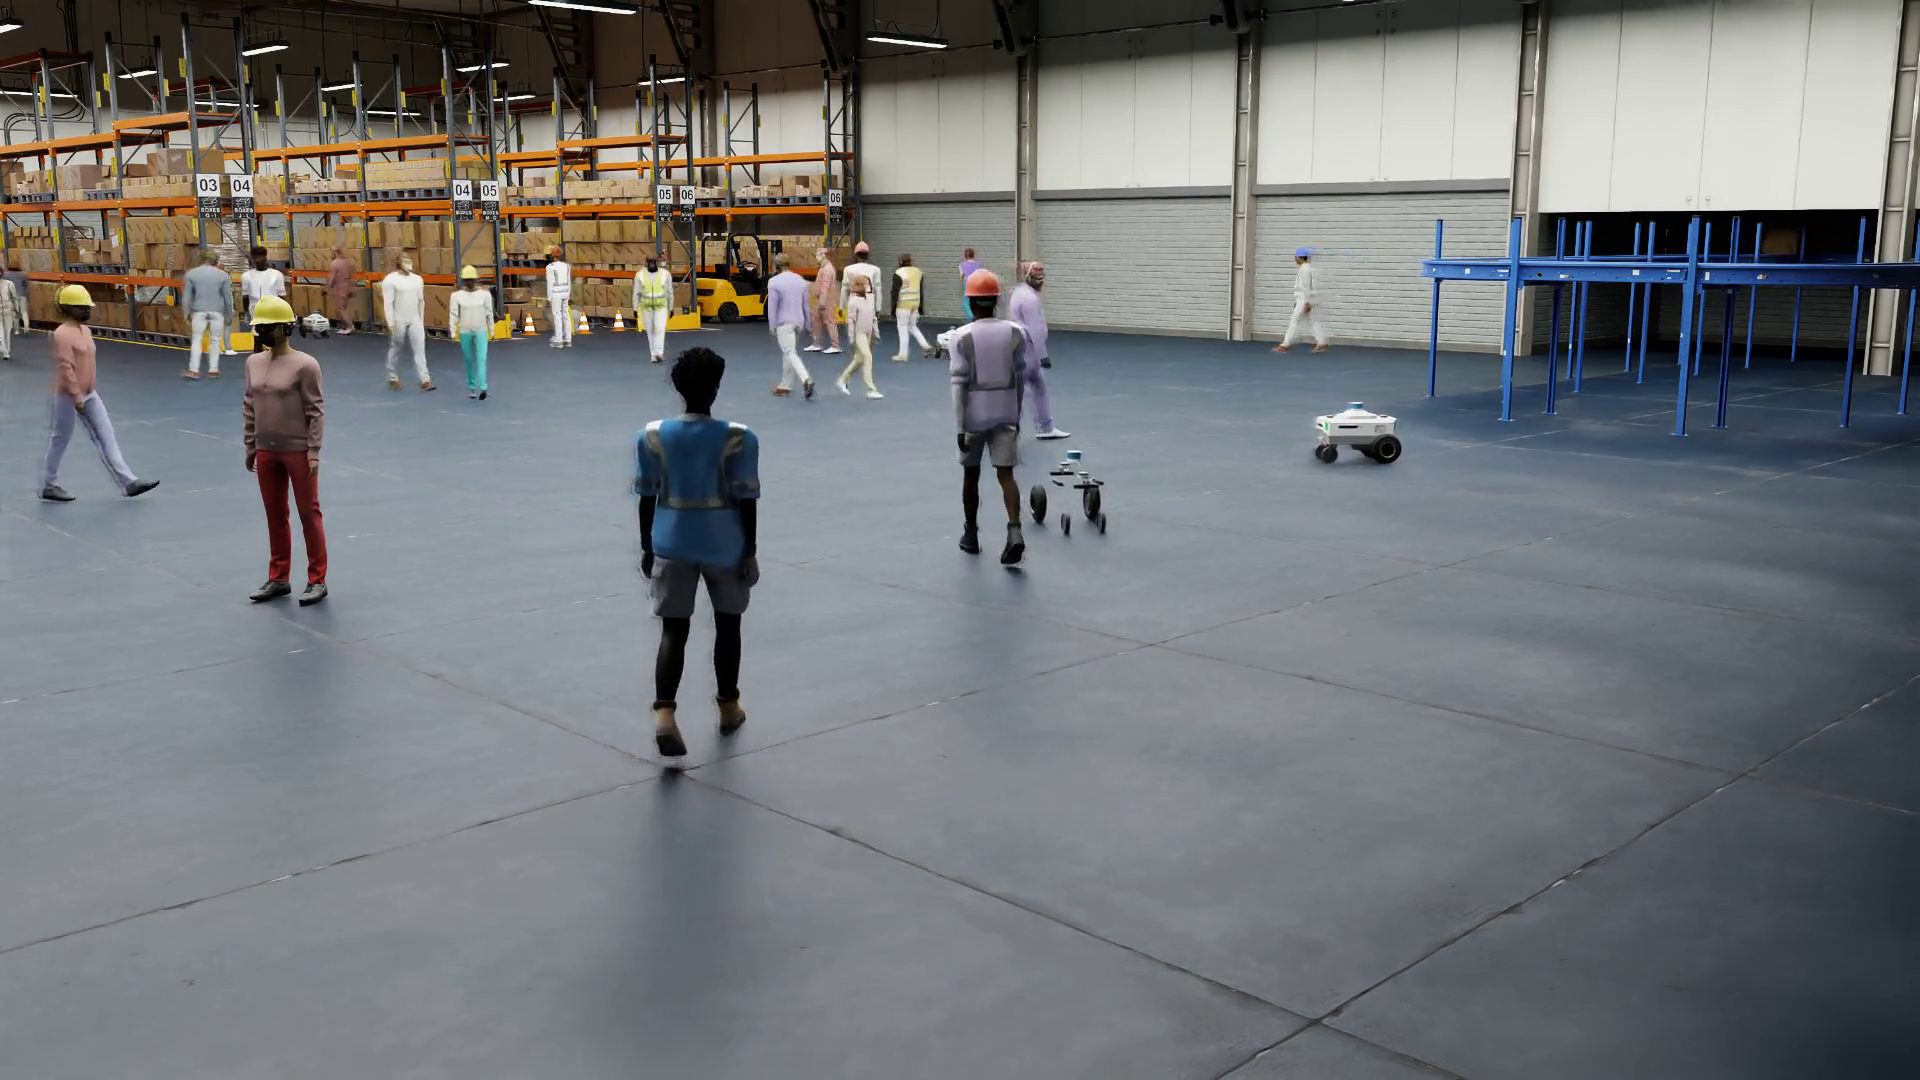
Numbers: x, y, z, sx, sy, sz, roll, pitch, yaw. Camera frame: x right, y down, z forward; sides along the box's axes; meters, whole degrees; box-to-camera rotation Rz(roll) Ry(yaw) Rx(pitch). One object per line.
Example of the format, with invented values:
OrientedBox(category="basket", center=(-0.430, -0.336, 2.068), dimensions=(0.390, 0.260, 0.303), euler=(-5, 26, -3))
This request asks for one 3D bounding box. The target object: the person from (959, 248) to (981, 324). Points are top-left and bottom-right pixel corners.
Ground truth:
OrientedBox(category="person", center=(0.244, -5.685, 37.609), dimensions=(0.568, 1.829, 0.599), euler=(-5, 12, -27))

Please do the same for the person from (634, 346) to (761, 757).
OrientedBox(category="person", center=(-1.081, 0.038, 6.831), dimensions=(0.535, 1.665, 0.814), euler=(1, 10, 4))

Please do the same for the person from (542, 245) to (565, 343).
OrientedBox(category="person", center=(-7.965, -4.821, 32.684), dimensions=(0.451, 1.907, 0.602), euler=(3, 11, 18))

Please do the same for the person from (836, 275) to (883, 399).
OrientedBox(category="person", center=(-1.332, -2.680, 21.834), dimensions=(0.777, 1.605, 0.499), euler=(6, 12, 30))

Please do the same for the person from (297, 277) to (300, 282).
OrientedBox(category="person", center=(-19.732, -7.876, 49.255), dimensions=(0.365, 1.935, 0.552), euler=(-2, 11, -13))

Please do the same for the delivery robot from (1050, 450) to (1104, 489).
OrientedBox(category="delivery robot", center=(0.833, -0.539, 12.173), dimensions=(0.335, 0.223, 0.698), euler=(-2, 11, -11))

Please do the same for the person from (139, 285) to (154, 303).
OrientedBox(category="person", center=(-22.523, -7.142, 45.435), dimensions=(1.020, 1.865, 0.605), euler=(-5, 12, -26))

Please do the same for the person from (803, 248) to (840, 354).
OrientedBox(category="person", center=(-2.520, -4.286, 29.833), dimensions=(0.794, 1.879, 0.686), euler=(-1, 10, -7))

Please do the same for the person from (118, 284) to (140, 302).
OrientedBox(category="person", center=(-20.374, -6.292, 40.770), dimensions=(0.358, 1.881, 0.574), euler=(5, 11, 24))

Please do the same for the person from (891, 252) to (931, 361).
OrientedBox(category="person", center=(-0.862, -3.944, 28.139), dimensions=(0.538, 1.825, 0.628), euler=(8, 13, 37))

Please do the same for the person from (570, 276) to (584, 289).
OrientedBox(category="person", center=(-10.516, -7.087, 45.516), dimensions=(0.483, 1.737, 0.320), euler=(4, 11, 18))

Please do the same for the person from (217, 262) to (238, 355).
OrientedBox(category="person", center=(-13.134, -4.107, 29.535), dimensions=(0.498, 1.632, 0.282), euler=(2, 11, 12))

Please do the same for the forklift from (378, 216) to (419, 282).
OrientedBox(category="forklift", center=(-17.868, -9.201, 54.028), dimensions=(1.873, 2.768, 1.129), euler=(-10, 14, -44))

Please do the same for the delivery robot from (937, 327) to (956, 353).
OrientedBox(category="delivery robot", center=(-0.121, -3.438, 28.692), dimensions=(0.477, 0.478, 0.707), euler=(-4, 11, -22))

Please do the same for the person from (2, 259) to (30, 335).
OrientedBox(category="person", center=(-20.021, -5.158, 35.339), dimensions=(0.506, 1.610, 0.686), euler=(-8, 13, -39))

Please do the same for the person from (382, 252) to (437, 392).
OrientedBox(category="person", center=(-7.569, -2.982, 22.725), dimensions=(1.006, 1.888, 0.646), euler=(9, 14, 40))

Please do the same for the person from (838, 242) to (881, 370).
OrientedBox(category="person", center=(-1.595, -3.734, 26.514), dimensions=(0.636, 1.985, 1.040), euler=(-4, 11, -21))

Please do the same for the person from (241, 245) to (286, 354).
OrientedBox(category="person", center=(-10.240, -3.346, 24.478), dimensions=(0.612, 1.962, 0.366), euler=(-2, 11, -11))

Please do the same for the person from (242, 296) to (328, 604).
OrientedBox(category="person", center=(-3.908, -0.519, 9.609), dimensions=(0.525, 1.769, 0.308), euler=(3, 11, 16))

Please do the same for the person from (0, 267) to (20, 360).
OrientedBox(category="person", center=(-16.424, -3.900, 28.501), dimensions=(0.520, 1.599, 0.858), euler=(-9, 14, -40))

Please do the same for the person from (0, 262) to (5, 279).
OrientedBox(category="person", center=(-21.383, -5.504, 36.628), dimensions=(0.603, 1.825, 0.666), euler=(10, 15, 44))

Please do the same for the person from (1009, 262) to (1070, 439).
OrientedBox(category="person", center=(0.634, -1.932, 17.107), dimensions=(0.965, 1.850, 0.640), euler=(0, 10, -3))

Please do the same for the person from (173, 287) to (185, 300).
OrientedBox(category="person", center=(-22.165, -7.445, 47.232), dimensions=(0.978, 1.826, 0.539), euler=(-2, 11, -12))

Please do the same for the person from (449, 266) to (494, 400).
OrientedBox(category="person", center=(-6.295, -2.669, 21.458), dimensions=(0.548, 1.710, 0.926), euler=(-3, 11, -16))

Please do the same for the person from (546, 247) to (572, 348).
OrientedBox(category="person", center=(-7.593, -4.583, 31.449), dimensions=(0.362, 1.882, 0.576), euler=(7, 12, 33))

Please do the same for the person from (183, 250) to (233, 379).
OrientedBox(category="person", center=(-11.159, -3.347, 24.682), dimensions=(0.707, 1.897, 0.478), euler=(-3, 11, -18))

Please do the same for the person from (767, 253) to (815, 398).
OrientedBox(category="person", center=(-2.173, -2.794, 21.698), dimensions=(0.932, 1.897, 0.667), euler=(9, 14, 41))

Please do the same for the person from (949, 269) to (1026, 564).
OrientedBox(category="person", center=(0.197, -0.807, 10.835), dimensions=(0.540, 1.908, 0.956), euler=(-3, 11, -15))

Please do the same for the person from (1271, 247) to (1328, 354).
OrientedBox(category="person", center=(6.171, -4.296, 29.852), dimensions=(0.999, 1.898, 0.633), euler=(2, 11, 13))

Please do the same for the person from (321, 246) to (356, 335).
OrientedBox(category="person", center=(-13.224, -5.326, 35.514), dimensions=(0.603, 1.878, 0.662), euler=(1, 10, 6))

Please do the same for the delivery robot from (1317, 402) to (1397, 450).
OrientedBox(category="delivery robot", center=(3.745, -1.059, 15.716), dimensions=(0.707, 0.478, 0.477), euler=(0, 10, -2))

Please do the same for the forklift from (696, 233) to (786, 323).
OrientedBox(category="forklift", center=(-5.496, -6.489, 41.108), dimensions=(2.313, 2.155, 1.214), euler=(-10, 14, -44))

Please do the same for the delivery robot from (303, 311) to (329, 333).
OrientedBox(category="delivery robot", center=(-13.417, -4.528, 34.634), dimensions=(0.477, 0.478, 0.707), euler=(-8, 13, -38))

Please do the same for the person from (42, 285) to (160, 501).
OrientedBox(category="person", center=(-6.955, -1.160, 13.227), dimensions=(0.913, 1.712, 0.550), euler=(0, 10, 0))

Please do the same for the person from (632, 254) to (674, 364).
OrientedBox(category="person", center=(-5.097, -3.828, 27.571), dimensions=(0.657, 1.789, 0.959), euler=(-1, 10, -4))

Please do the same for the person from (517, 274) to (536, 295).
OrientedBox(category="person", center=(-11.744, -7.050, 44.836), dimensions=(0.892, 1.911, 0.635), euler=(10, 14, 44))
